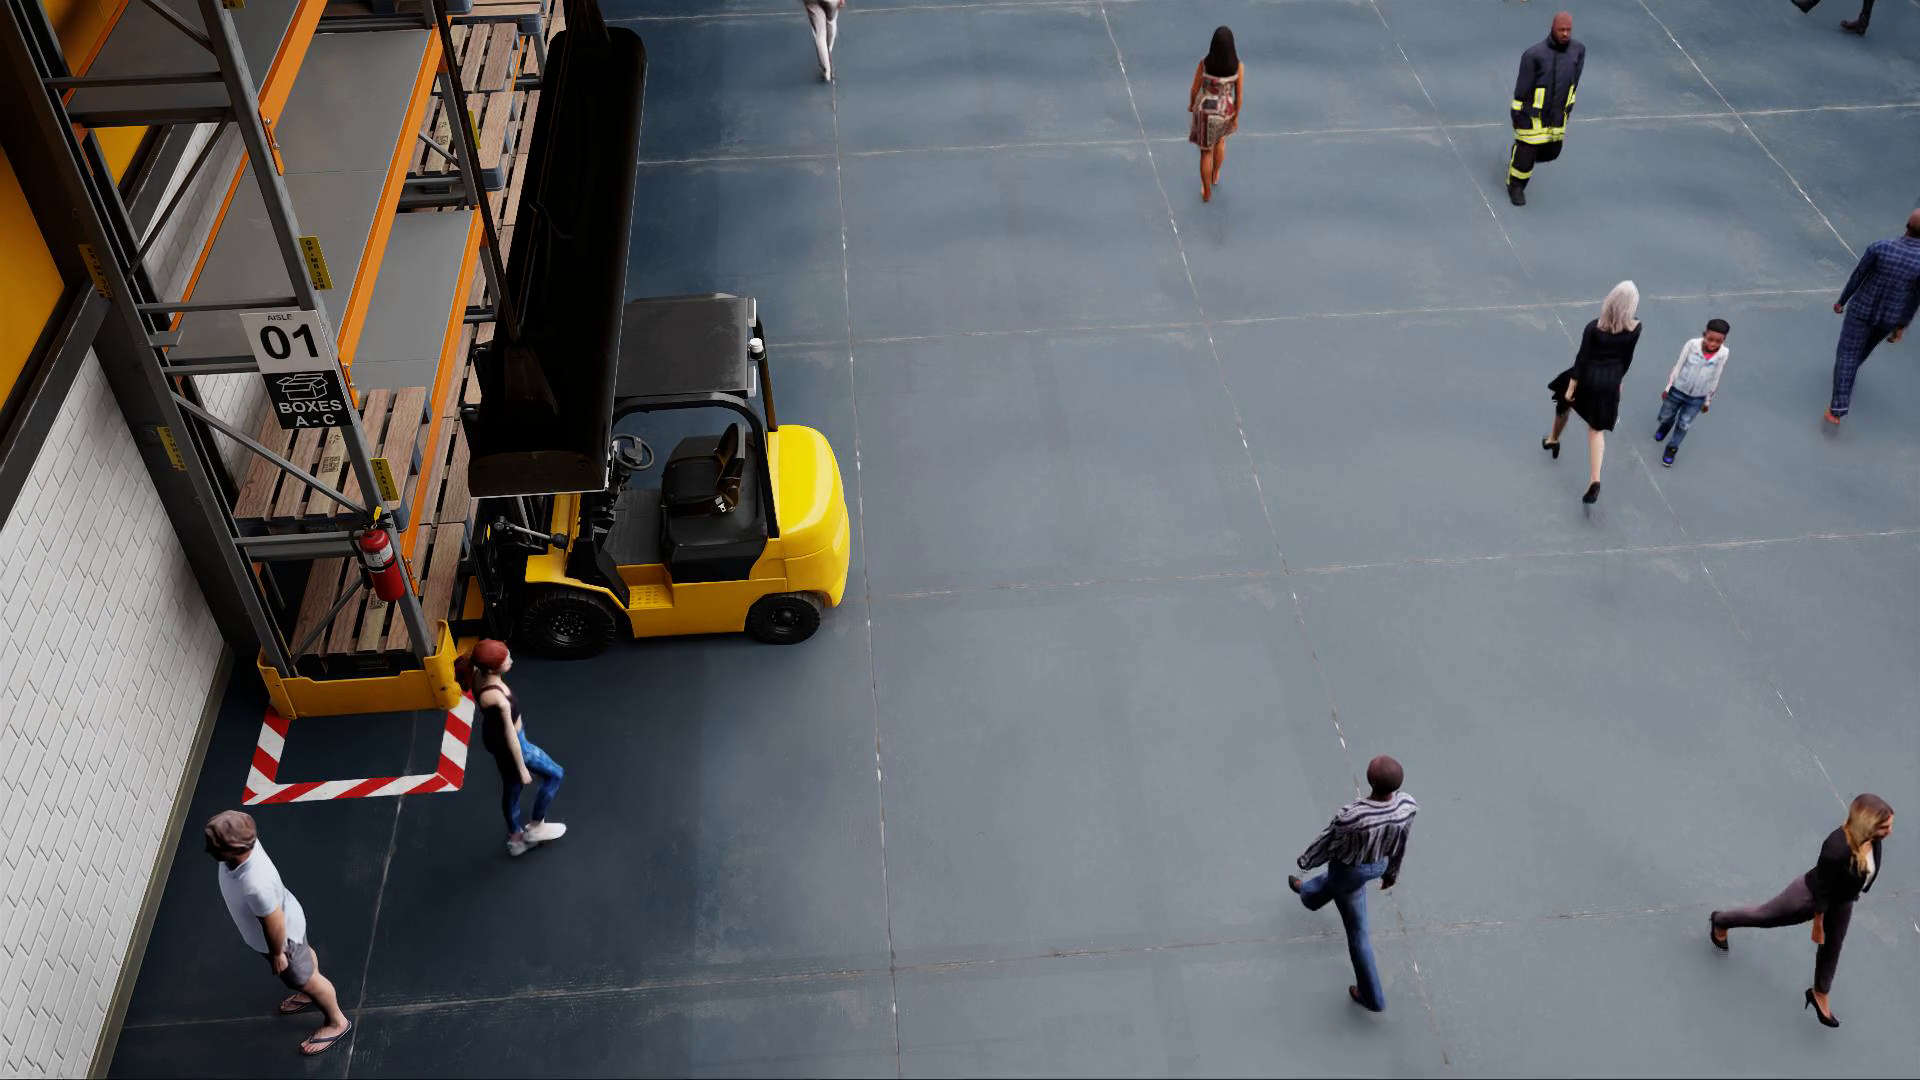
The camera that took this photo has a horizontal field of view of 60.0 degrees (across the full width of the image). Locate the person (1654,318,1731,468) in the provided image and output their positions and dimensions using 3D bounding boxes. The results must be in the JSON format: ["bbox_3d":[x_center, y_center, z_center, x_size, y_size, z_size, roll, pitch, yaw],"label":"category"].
[{"bbox_3d":[5.471,-1.159,12.432,0.650,1.255,0.732,20,47,19],"label":"person"}]

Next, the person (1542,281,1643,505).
[{"bbox_3d":[4.601,-1.039,11.982,0.598,1.701,1.133,-3,44,-4],"label":"person"}]

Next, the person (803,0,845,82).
[{"bbox_3d":[-1.381,-5.401,16.598,0.645,1.650,1.026,-5,44,-5],"label":"person"}]

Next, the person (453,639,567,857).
[{"bbox_3d":[-2.655,1.256,9.522,0.815,1.772,0.746,-30,51,-28],"label":"person"}]

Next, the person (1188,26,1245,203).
[{"bbox_3d":[2.283,-3.772,14.907,0.656,1.624,0.753,0,44,0],"label":"person"}]

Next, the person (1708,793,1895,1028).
[{"bbox_3d":[4.519,1.887,8.968,0.911,1.622,1.152,-24,49,-23],"label":"person"}]

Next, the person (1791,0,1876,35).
[{"bbox_3d":[9.519,-6.104,17.249,1.035,1.770,1.166,-32,52,-29],"label":"person"}]

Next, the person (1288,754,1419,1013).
[{"bbox_3d":[2.172,1.867,8.910,0.950,1.730,1.307,-18,47,-18],"label":"person"}]

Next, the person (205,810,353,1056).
[{"bbox_3d":[-3.566,2.012,8.685,0.799,1.832,0.680,-26,49,-25],"label":"person"}]

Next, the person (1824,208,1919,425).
[{"bbox_3d":[6.923,-1.677,12.593,0.943,1.782,1.274,11,45,12],"label":"person"}]

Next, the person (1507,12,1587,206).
[{"bbox_3d":[5.200,-3.928,14.937,0.758,1.808,0.921,-6,44,-6],"label":"person"}]
